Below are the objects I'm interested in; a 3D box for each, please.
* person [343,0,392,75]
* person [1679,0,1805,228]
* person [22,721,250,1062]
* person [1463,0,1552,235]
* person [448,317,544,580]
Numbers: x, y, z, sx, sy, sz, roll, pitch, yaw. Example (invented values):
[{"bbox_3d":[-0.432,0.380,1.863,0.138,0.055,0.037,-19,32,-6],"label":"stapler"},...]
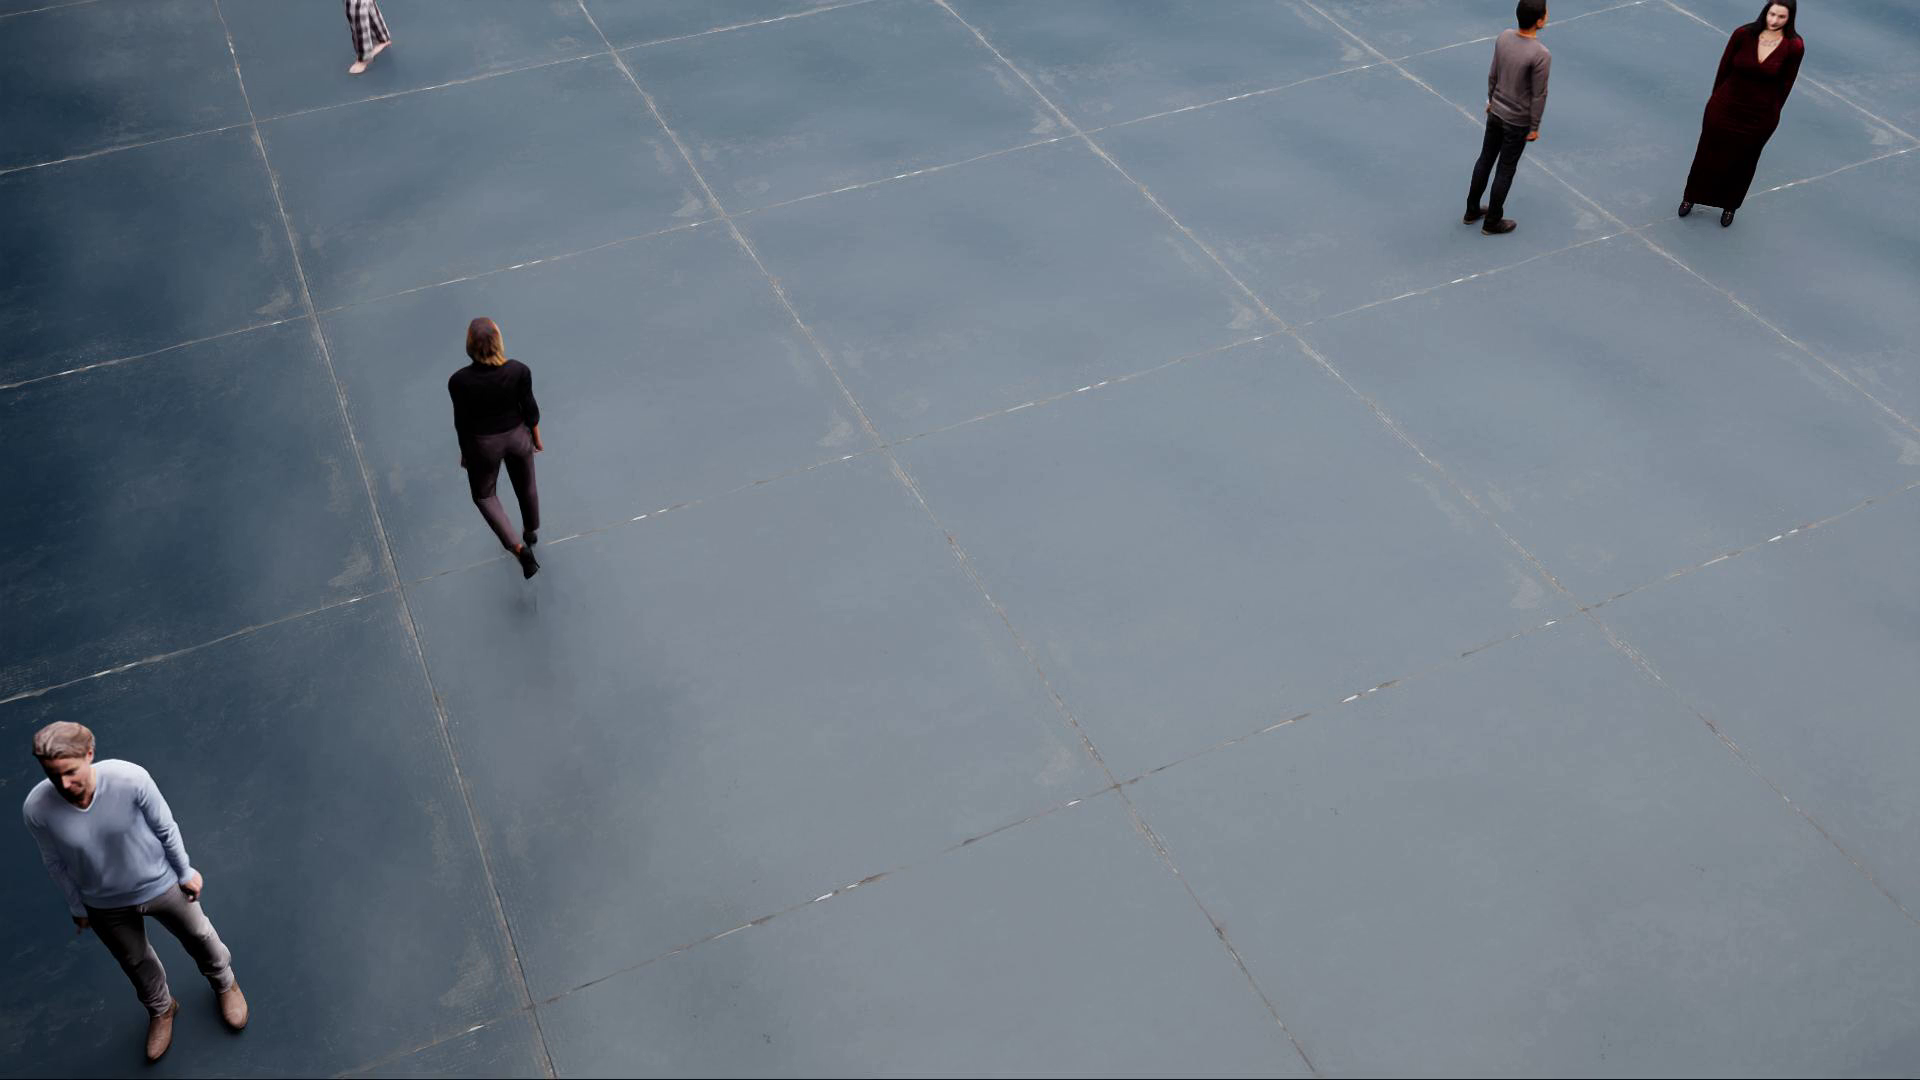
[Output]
[{"bbox_3d":[-5.005,-4.877,13.768,1.002,1.825,1.060,14,44,15],"label":"person"},{"bbox_3d":[5.576,-3.068,11.831,0.736,1.752,0.826,21,46,21],"label":"person"},{"bbox_3d":[-3.386,1.407,6.799,0.649,1.894,0.569,-16,45,-17],"label":"person"},{"bbox_3d":[3.873,-3.001,11.745,0.490,1.769,0.720,22,47,22],"label":"person"},{"bbox_3d":[-2.484,-0.455,9.023,0.648,1.658,0.817,-20,46,-20],"label":"person"}]
